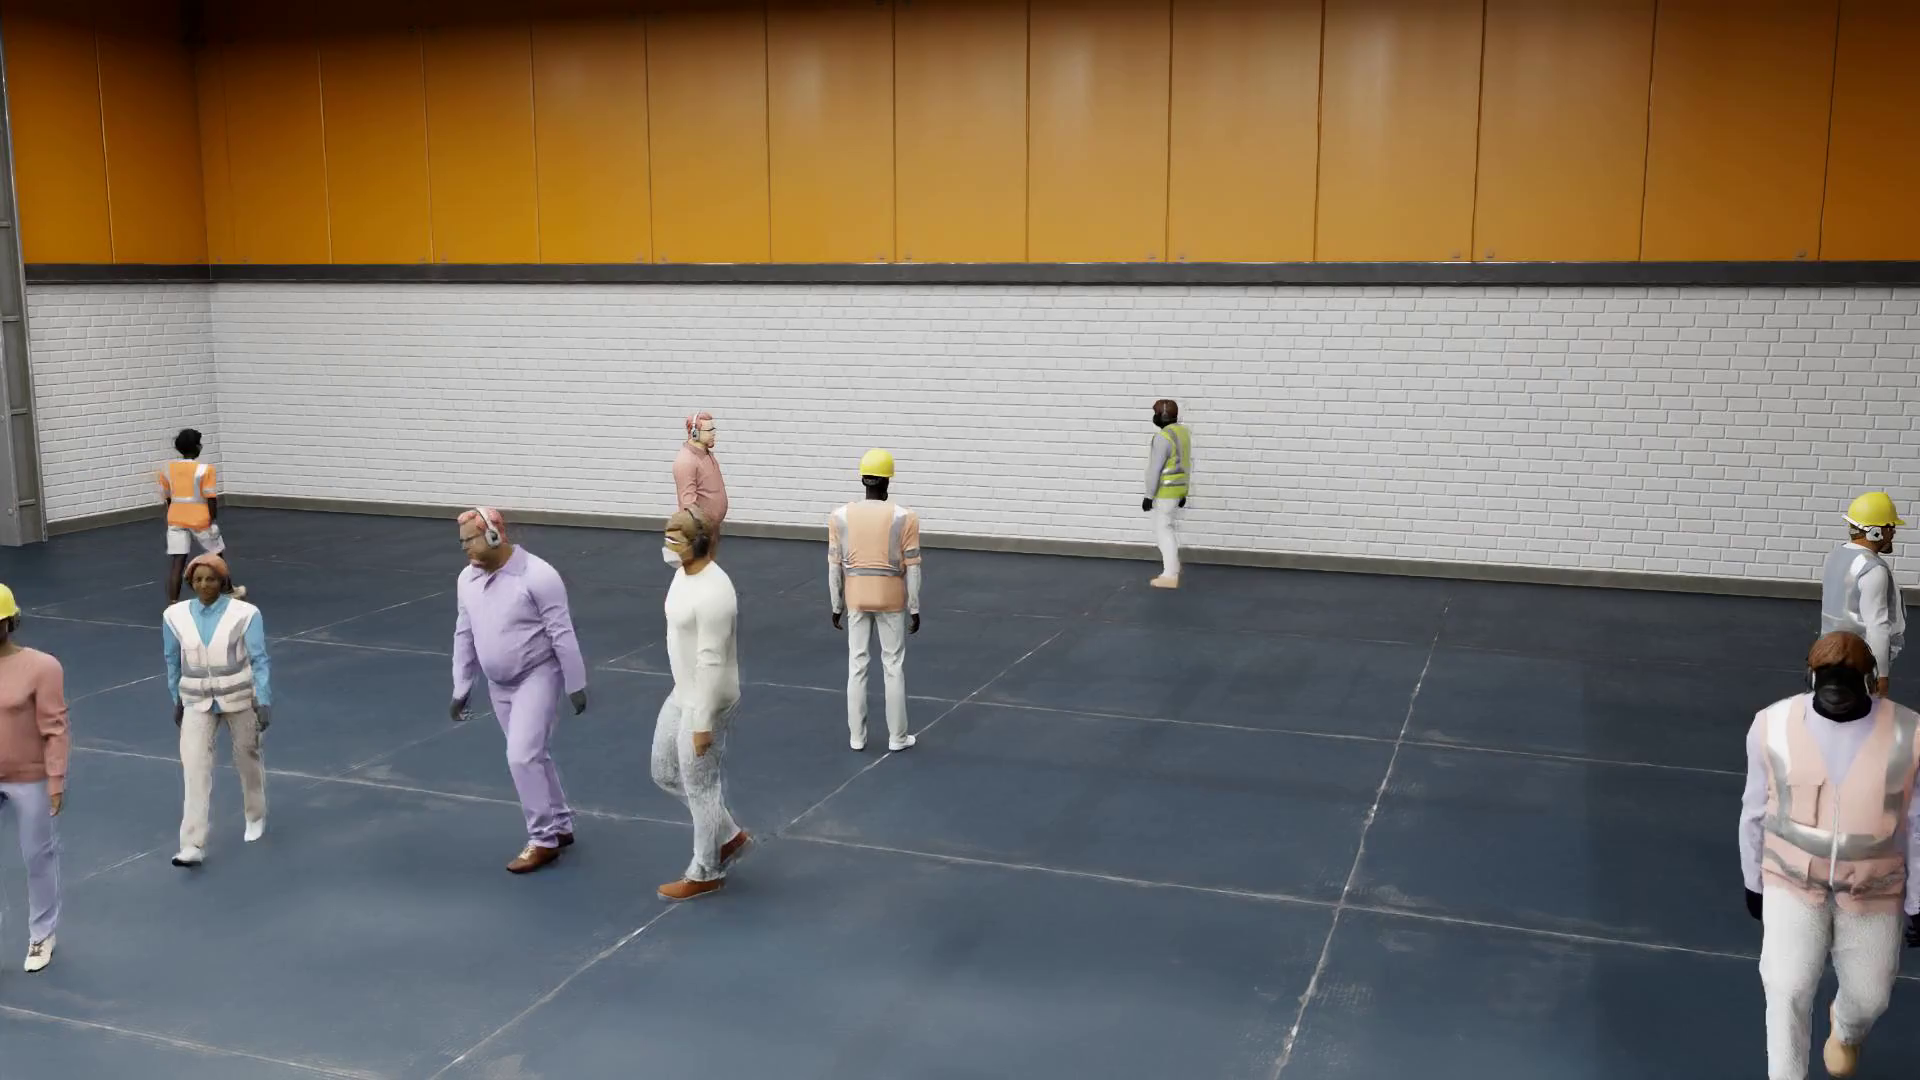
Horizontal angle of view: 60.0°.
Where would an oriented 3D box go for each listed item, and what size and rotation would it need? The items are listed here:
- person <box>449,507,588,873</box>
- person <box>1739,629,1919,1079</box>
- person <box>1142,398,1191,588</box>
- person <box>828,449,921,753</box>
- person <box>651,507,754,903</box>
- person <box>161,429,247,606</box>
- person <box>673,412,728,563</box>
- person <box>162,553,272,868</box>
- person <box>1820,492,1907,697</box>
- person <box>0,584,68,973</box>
[{"bbox_3d":[-2.267,0.745,8.521,0.673,1.855,0.652,6,11,33],"label":"person"},{"bbox_3d":[3.078,1.191,5.864,0.628,1.823,0.716,5,10,29],"label":"person"},{"bbox_3d":[1.978,-0.446,16.020,0.453,1.827,0.634,4,10,23],"label":"person"},{"bbox_3d":[-0.532,0.386,10.525,0.591,1.926,0.387,2,9,10],"label":"person"},{"bbox_3d":[-1.266,0.793,7.978,0.416,1.928,0.657,-4,10,-23],"label":"person"},{"bbox_3d":[-6.757,-0.161,14.742,0.558,1.648,0.868,1,9,9],"label":"person"},{"bbox_3d":[-2.083,-0.083,13.503,0.407,1.908,0.641,1,9,5],"label":"person"},{"bbox_3d":[-3.831,0.866,8.594,0.535,1.592,0.863,-1,9,-9],"label":"person"},{"bbox_3d":[4.987,0.646,9.206,0.404,1.833,0.588,1,9,3],"label":"person"},{"bbox_3d":[-4.051,1.038,7.012,0.541,1.741,0.709,-2,9,-10],"label":"person"}]
